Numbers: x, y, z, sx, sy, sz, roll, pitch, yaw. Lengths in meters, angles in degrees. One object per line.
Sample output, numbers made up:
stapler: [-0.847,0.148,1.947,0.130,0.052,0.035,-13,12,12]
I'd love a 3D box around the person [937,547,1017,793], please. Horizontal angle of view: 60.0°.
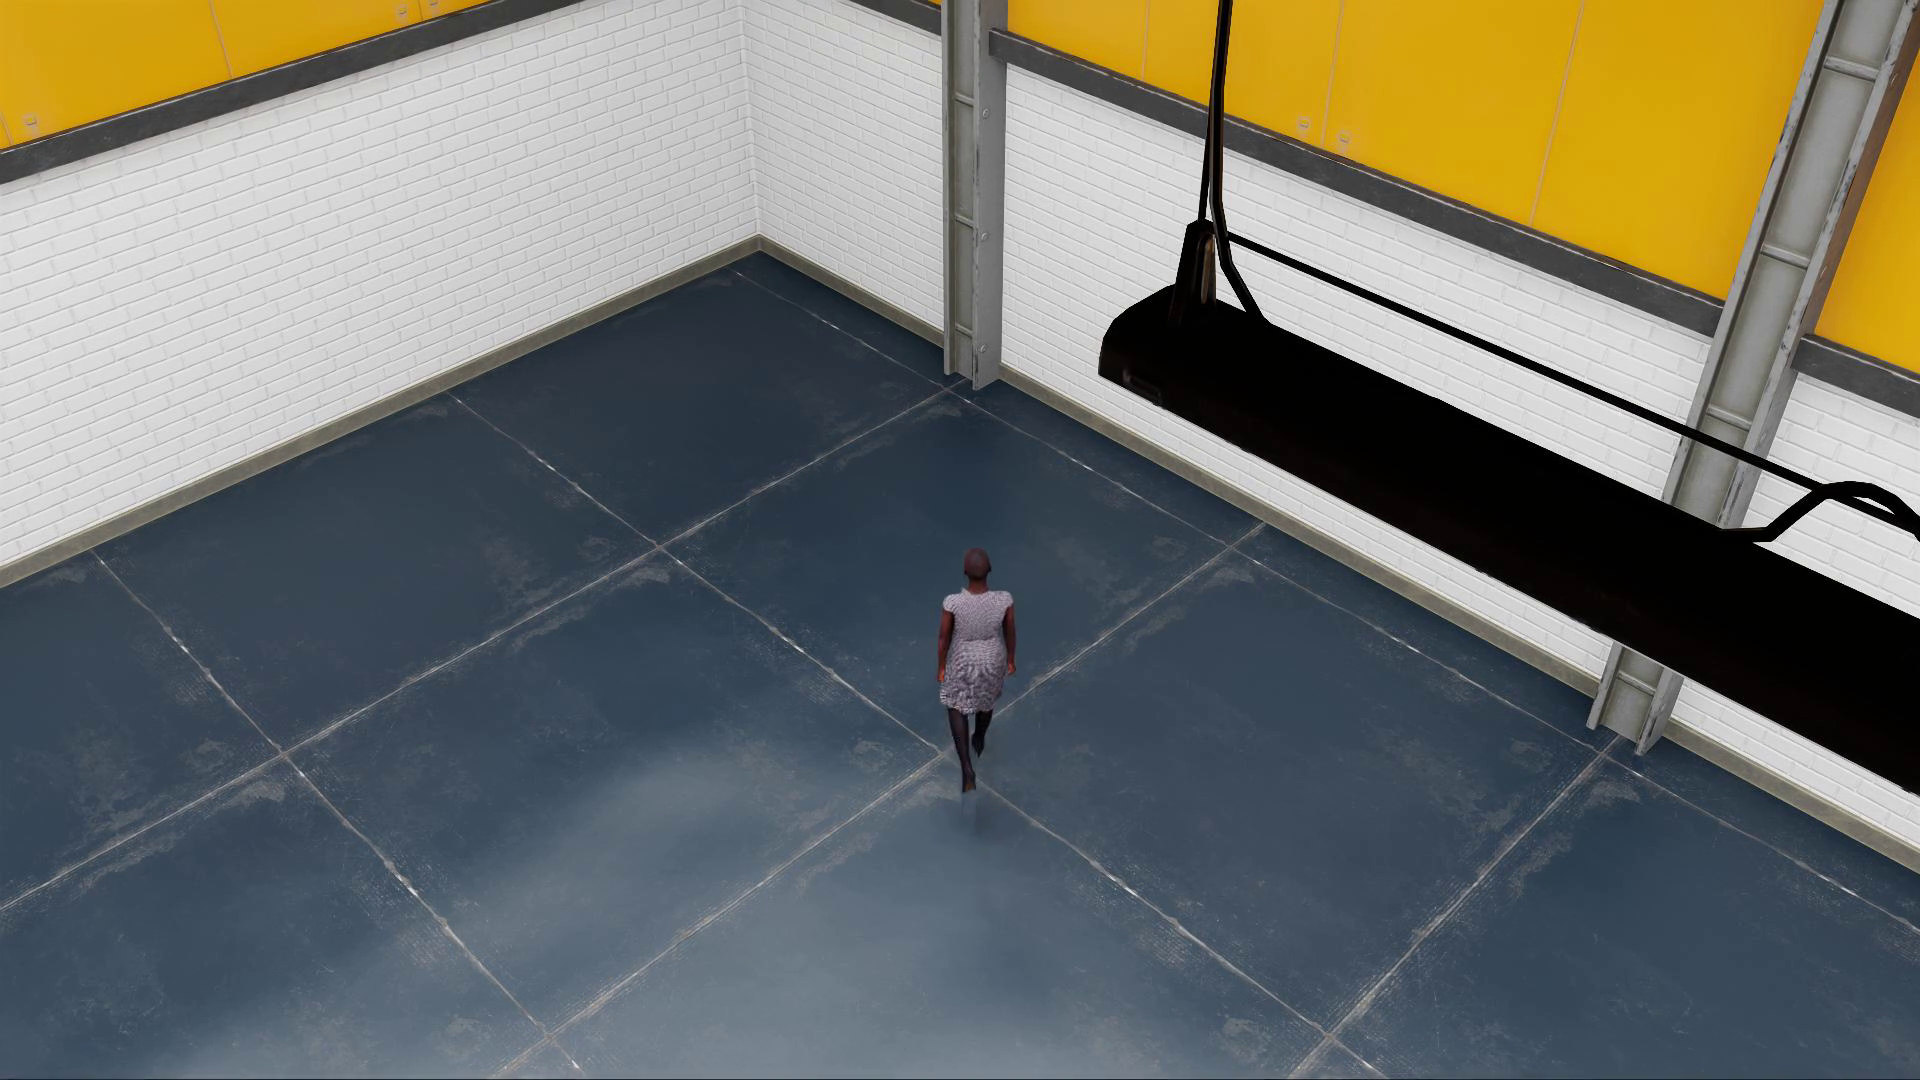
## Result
person: [0.103,0.809,9.981,0.966,1.773,1.058,-4,39,-5]
